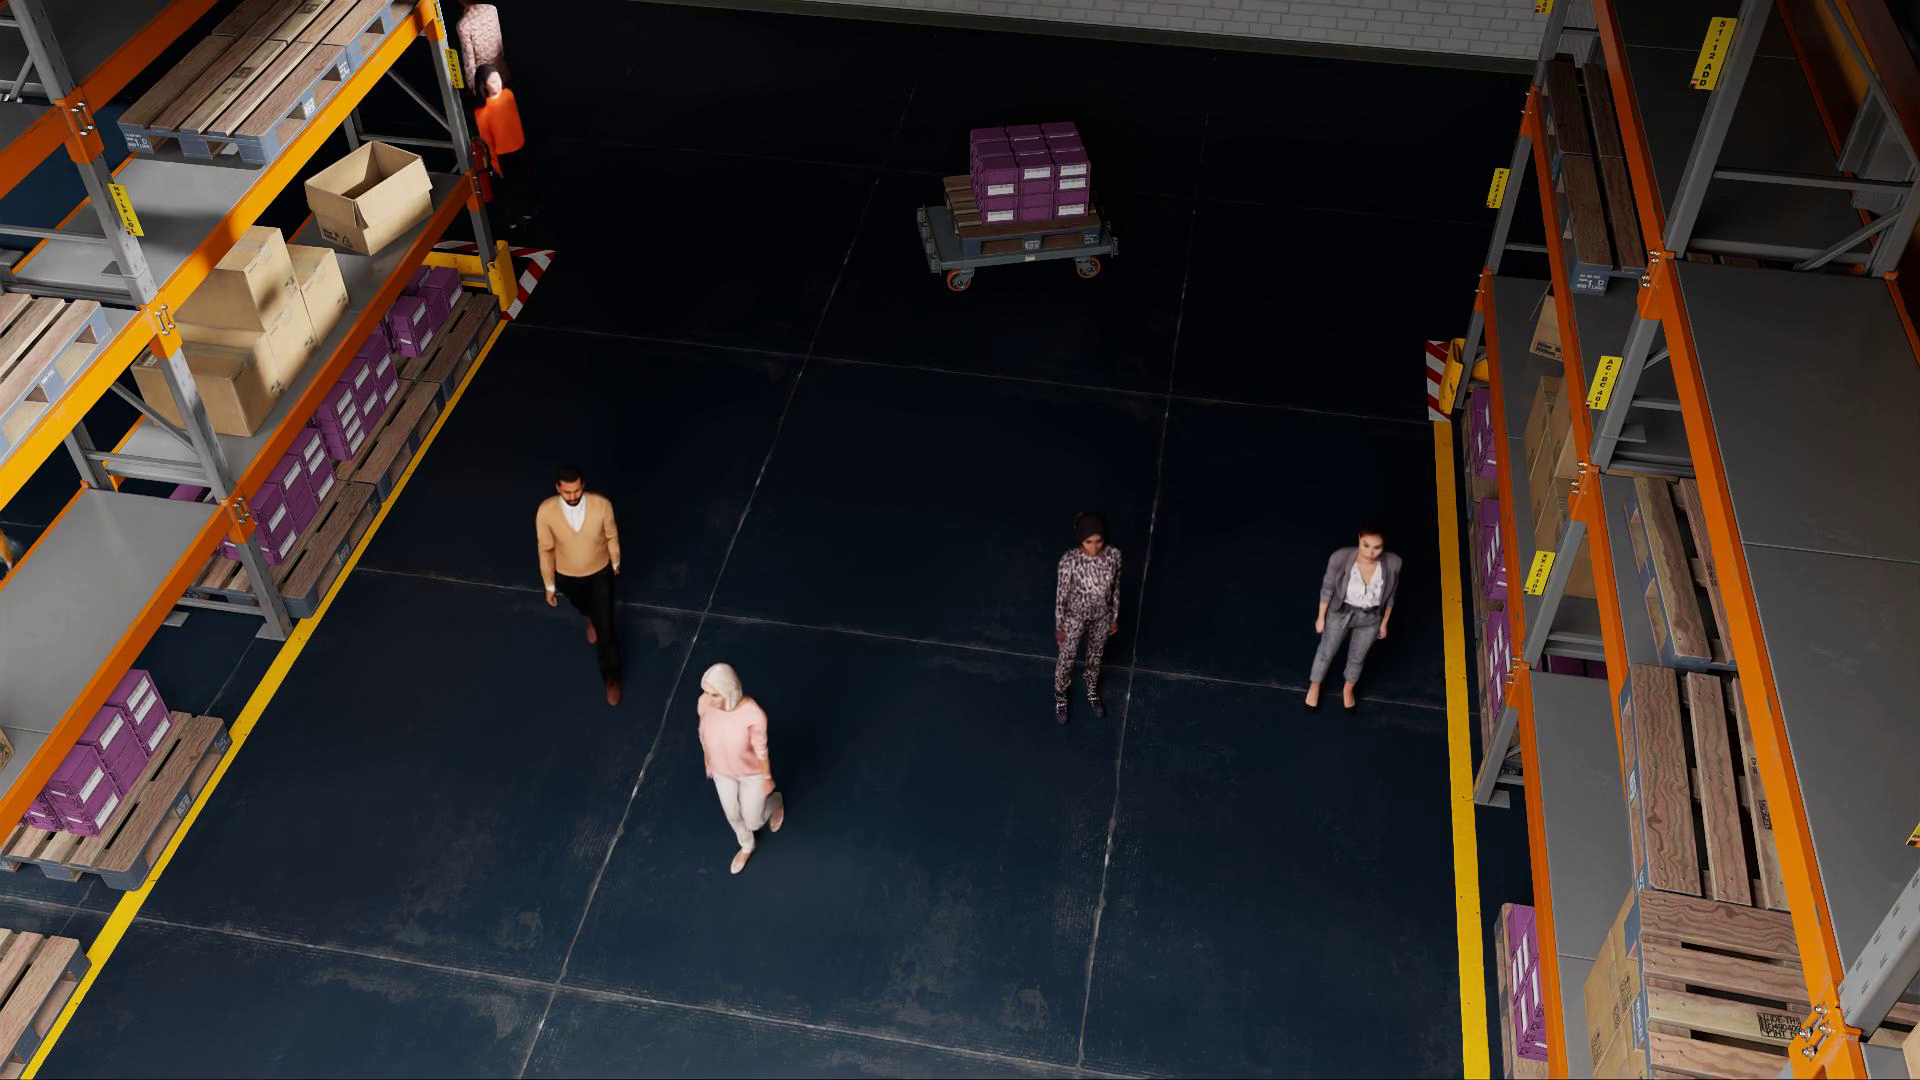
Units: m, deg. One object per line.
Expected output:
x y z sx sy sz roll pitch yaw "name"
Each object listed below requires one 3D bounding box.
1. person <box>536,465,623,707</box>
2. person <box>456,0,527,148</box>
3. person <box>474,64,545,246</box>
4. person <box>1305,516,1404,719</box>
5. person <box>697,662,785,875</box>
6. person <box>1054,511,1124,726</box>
-2.458 0.147 10.791 0.912 1.716 1.242 -7 44 -7 "person"
-4.322 -4.286 15.392 0.935 1.788 0.969 22 48 21 "person"
-4.001 -3.348 14.444 0.773 1.738 0.649 23 48 22 "person"
2.477 0.486 10.463 0.631 1.677 0.584 4 44 4 "person"
-1.235 1.255 9.630 0.690 1.712 0.789 16 46 16 "person"
0.794 0.487 10.435 0.660 1.714 0.674 -9 44 -9 "person"
